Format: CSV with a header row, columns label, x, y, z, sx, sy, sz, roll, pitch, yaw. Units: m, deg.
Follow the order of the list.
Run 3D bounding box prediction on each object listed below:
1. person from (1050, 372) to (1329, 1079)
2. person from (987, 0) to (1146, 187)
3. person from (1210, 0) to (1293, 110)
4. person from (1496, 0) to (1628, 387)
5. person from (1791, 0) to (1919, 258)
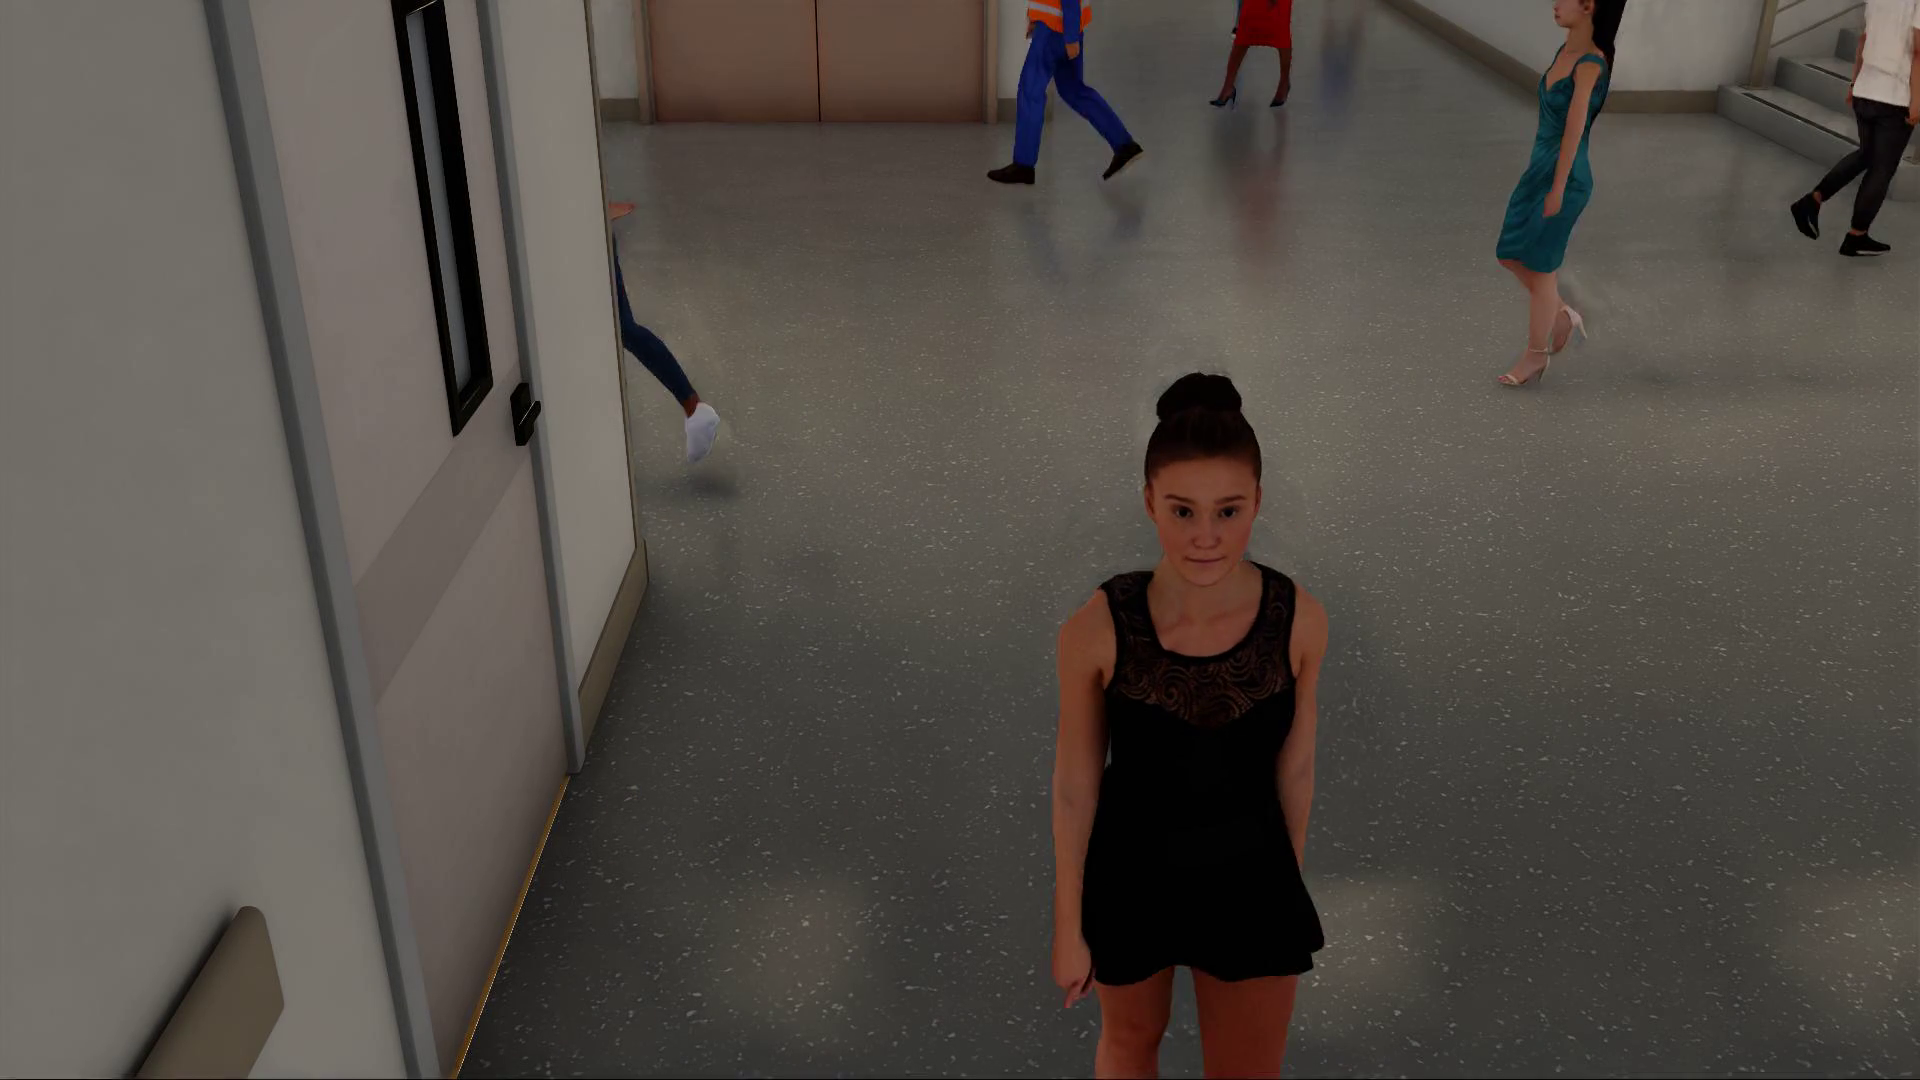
label,x,y,z,sx,sy,sz,roll,pitch,yaw
person,0.357,0.509,2.746,0.570,1.664,0.642,0,26,-1
person,0.676,-2.981,9.790,1.211,1.832,0.770,3,26,6
person,2.291,-3.953,11.944,1.081,1.712,0.983,-21,33,-37
person,2.484,-1.424,6.738,0.631,1.680,0.559,-1,26,-2
person,4.648,-2.284,8.451,0.804,1.709,0.668,-3,26,-6
